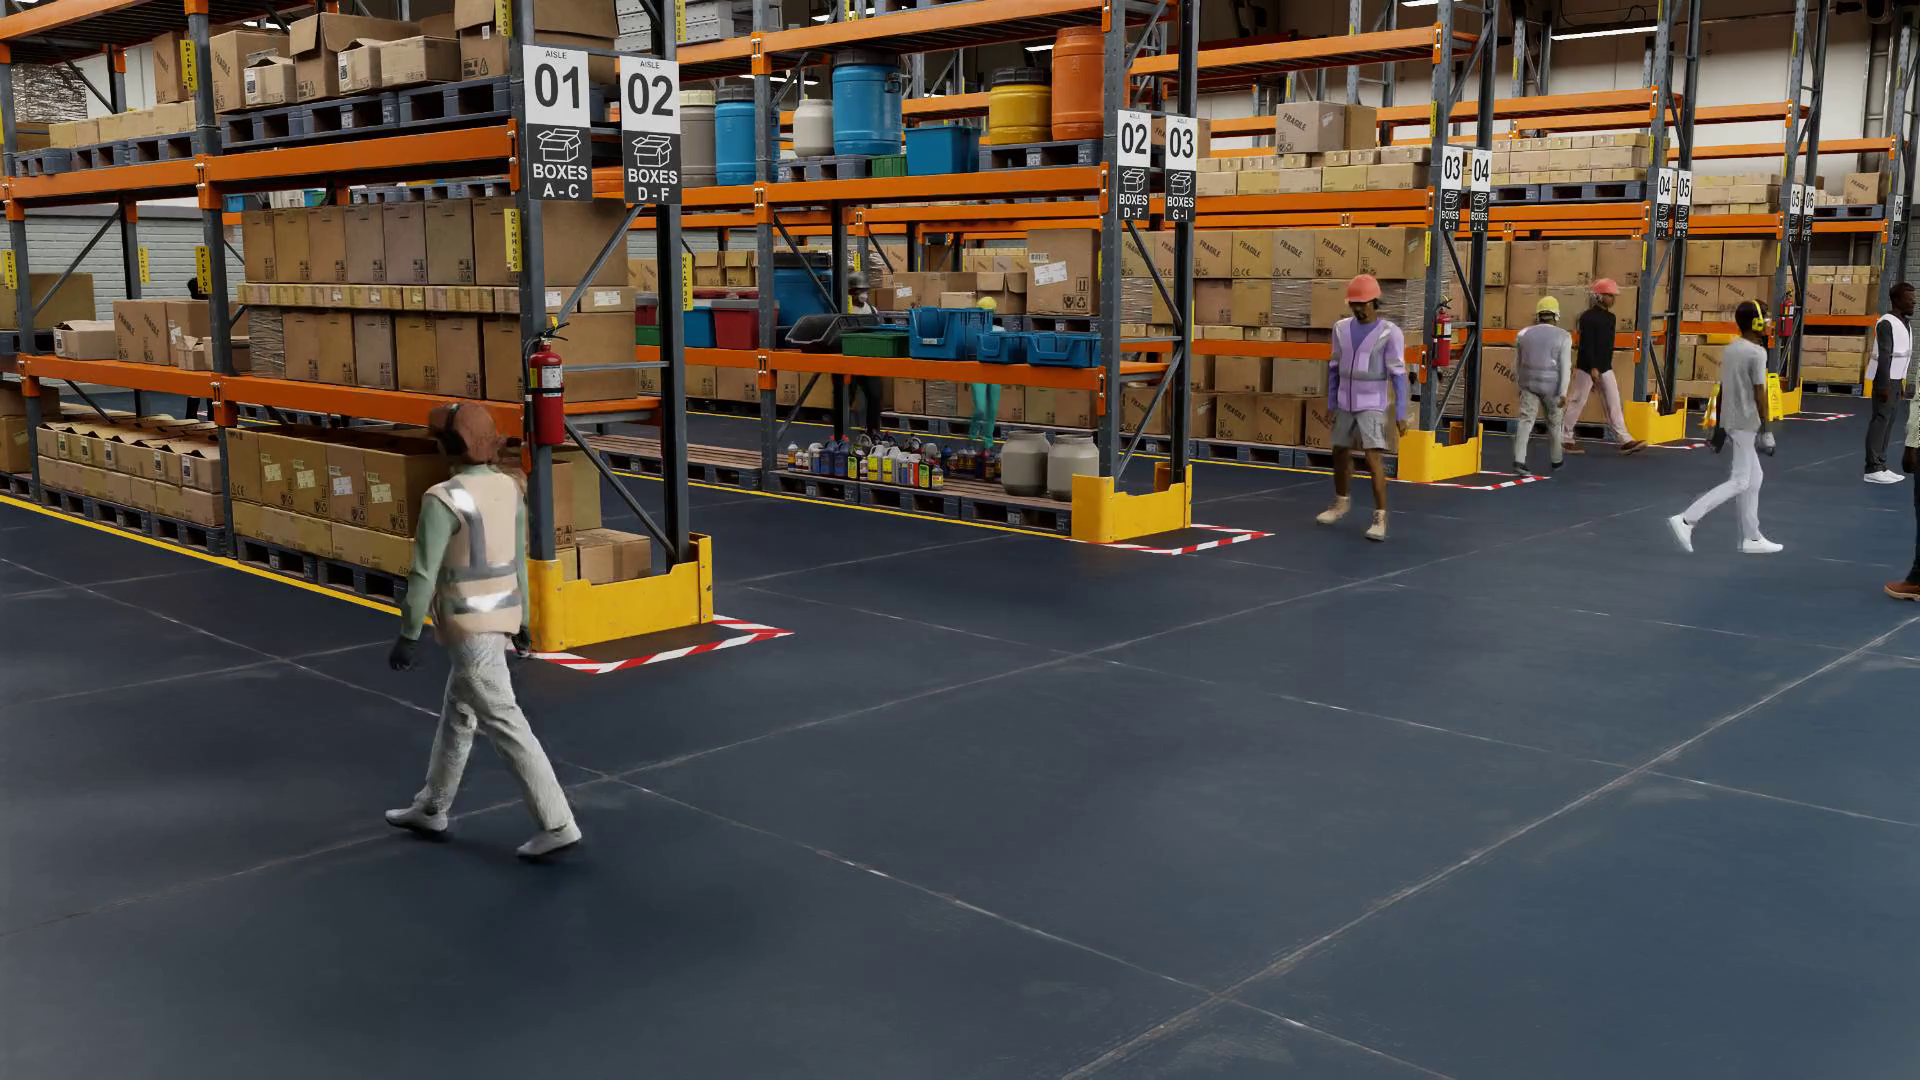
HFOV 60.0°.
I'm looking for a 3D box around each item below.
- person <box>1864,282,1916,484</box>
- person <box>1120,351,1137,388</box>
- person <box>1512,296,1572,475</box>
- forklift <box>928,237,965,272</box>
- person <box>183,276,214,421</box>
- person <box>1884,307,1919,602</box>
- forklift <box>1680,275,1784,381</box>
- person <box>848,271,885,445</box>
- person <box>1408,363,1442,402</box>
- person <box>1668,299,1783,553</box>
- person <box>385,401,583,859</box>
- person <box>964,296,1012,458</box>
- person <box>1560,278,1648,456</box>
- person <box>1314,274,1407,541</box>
[{"bbox_3d":[8.988,-1.523,16.090,0.394,1.920,0.587,9,13,43],"label":"person"},{"bbox_3d":[2.261,-2.589,22.967,0.599,1.817,0.580,-8,12,-41],"label":"person"},{"bbox_3d":[5.827,-1.547,16.687,0.600,1.784,0.954,7,12,38],"label":"person"},{"bbox_3d":[-0.326,-5.817,39.609,1.129,2.768,1.873,9,13,43],"label":"forklift"},{"bbox_3d":[-8.308,-1.899,18.252,0.367,1.967,0.606,7,11,35],"label":"person"},{"bbox_3d":[6.097,-0.619,10.338,0.623,1.991,0.402,-4,10,-26],"label":"person"},{"bbox_3d":[12.480,-3.427,27.053,1.214,2.155,2.313,9,13,43],"label":"forklift"},{"bbox_3d":[-1.119,-1.925,18.316,0.681,2.000,0.666,-7,11,-35],"label":"person"},{"bbox_3d":[5.238,-1.948,18.650,0.551,1.933,0.377,-8,12,-39],"label":"person"},{"bbox_3d":[5.570,-0.807,11.961,0.838,1.842,0.519,0,9,1],"label":"person"},{"bbox_3d":[-1.692,0.313,5.821,0.853,1.597,0.523,2,10,14],"label":"person"},{"bbox_3d":[0.293,-1.770,18.130,0.530,1.754,0.388,-5,10,-28],"label":"person"},{"bbox_3d":[7.051,-1.889,18.256,0.620,1.936,1.026,-5,11,-30],"label":"person"},{"bbox_3d":[3.097,-1.037,12.880,0.608,2.004,0.846,-8,12,-41],"label":"person"}]
